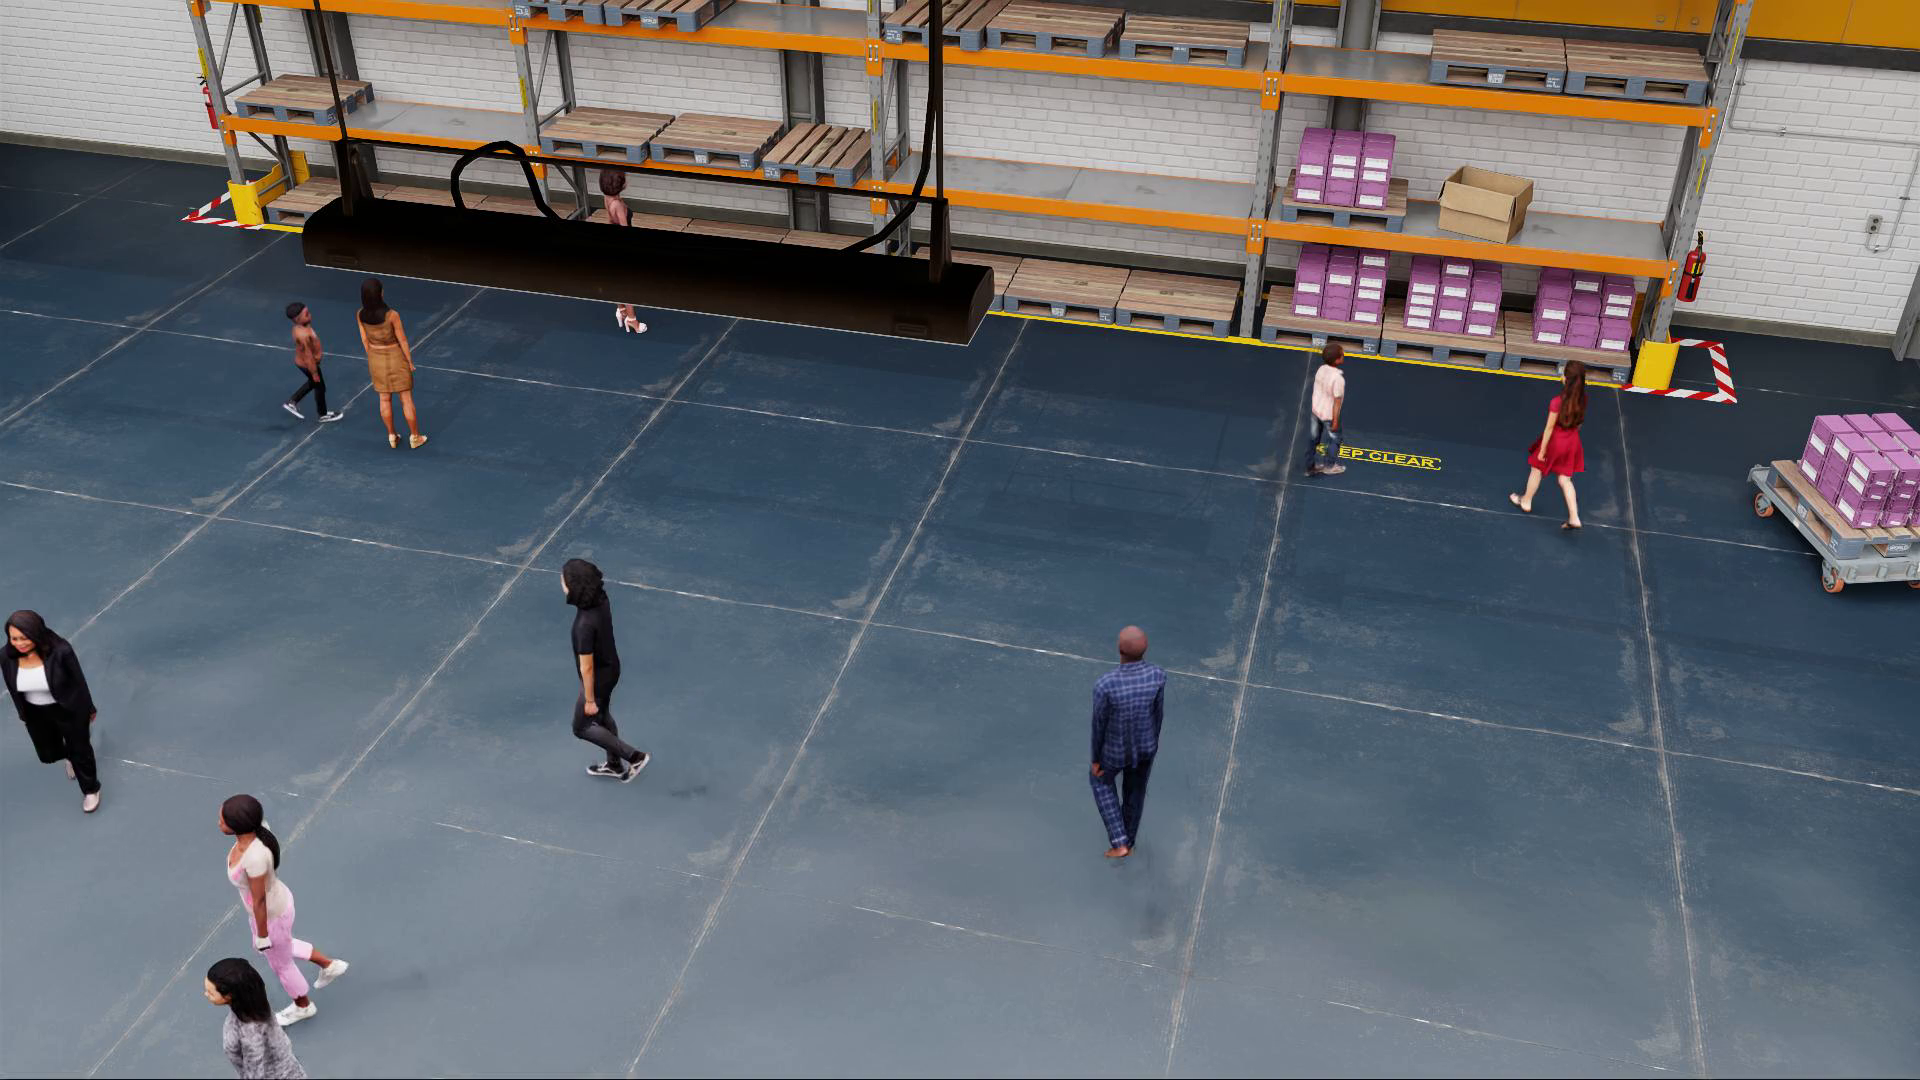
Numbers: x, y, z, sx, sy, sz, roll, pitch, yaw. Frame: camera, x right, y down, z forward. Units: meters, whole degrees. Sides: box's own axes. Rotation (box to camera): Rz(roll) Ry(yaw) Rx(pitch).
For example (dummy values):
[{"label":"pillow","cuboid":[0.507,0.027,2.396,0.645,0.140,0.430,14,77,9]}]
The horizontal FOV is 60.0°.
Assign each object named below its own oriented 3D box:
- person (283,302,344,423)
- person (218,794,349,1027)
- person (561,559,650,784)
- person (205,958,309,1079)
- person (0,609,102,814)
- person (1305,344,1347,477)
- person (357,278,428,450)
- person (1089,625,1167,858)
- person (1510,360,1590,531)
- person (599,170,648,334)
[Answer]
[{"label":"person","cuboid":[-6.167,-1.642,15.588,0.827,1.243,0.744,-13,36,-19]},{"label":"person","cuboid":[-3.840,2.109,9.504,0.858,1.732,0.786,-14,36,-19]},{"label":"person","cuboid":[-2.365,0.923,11.208,0.769,1.820,0.715,3,34,4]},{"label":"person","cuboid":[-3.441,2.757,8.558,1.139,1.700,1.043,-16,37,-22]},{"label":"person","cuboid":[-6.043,1.083,11.164,0.861,1.603,0.893,-9,35,-13]},{"label":"person","cuboid":[3.201,-1.129,14.766,0.733,1.298,0.673,-16,37,-23]},{"label":"person","cuboid":[-5.189,-1.597,15.116,0.496,1.690,0.652,3,34,4]},{"label":"person","cuboid":[1.098,1.347,10.581,0.816,1.808,0.878,-9,35,-13]},{"label":"person","cuboid":[5.100,-0.768,14.019,1.021,1.525,0.957,-9,35,-14]},{"label":"person","cuboid":[-3.490,-2.996,17.131,0.707,1.790,0.642,-20,38,-27]}]
